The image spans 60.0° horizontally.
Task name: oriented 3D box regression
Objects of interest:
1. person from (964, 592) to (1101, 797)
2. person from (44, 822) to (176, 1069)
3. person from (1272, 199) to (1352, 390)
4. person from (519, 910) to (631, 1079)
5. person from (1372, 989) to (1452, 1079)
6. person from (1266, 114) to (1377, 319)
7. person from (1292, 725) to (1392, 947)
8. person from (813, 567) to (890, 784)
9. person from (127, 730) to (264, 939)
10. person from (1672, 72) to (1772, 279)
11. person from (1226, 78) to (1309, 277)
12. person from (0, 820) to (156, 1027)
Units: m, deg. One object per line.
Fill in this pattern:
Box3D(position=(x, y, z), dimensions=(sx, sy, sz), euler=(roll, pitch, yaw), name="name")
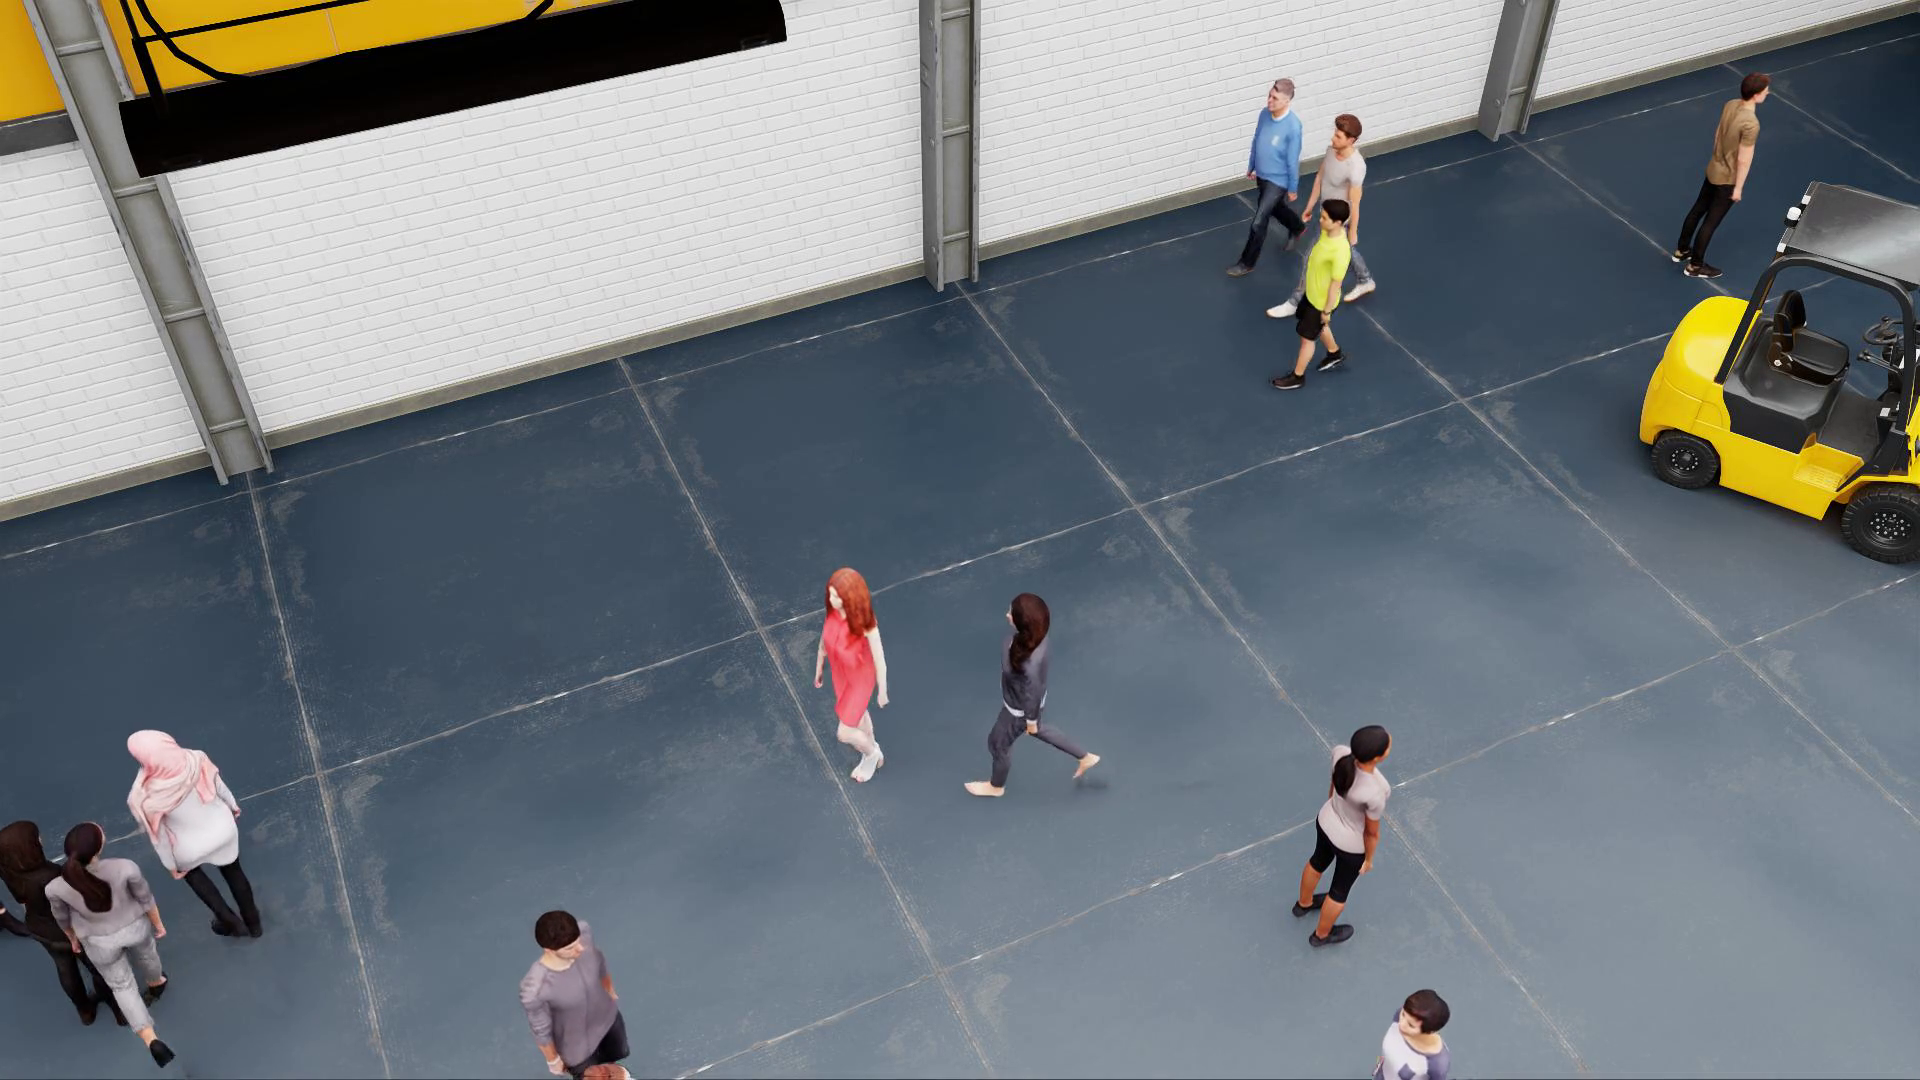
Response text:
Box3D(position=(0.469, 0.938, 9.977), dimensions=(1.157, 1.746, 0.952), euler=(3, 44, 3), name="person")
Box3D(position=(-4.431, 2.151, 8.783), dimensions=(0.981, 1.637, 0.759), euler=(-24, 49, -23), name="person")
Box3D(position=(2.886, -1.960, 13.054), dimensions=(0.980, 1.698, 0.840), euler=(-2, 44, -2), name="person")
Box3D(position=(-1.922, 2.419, 8.352), dimensions=(0.849, 1.843, 0.761), euler=(18, 46, 18), name="person")
Box3D(position=(2.286, 2.699, 8.274), dimensions=(0.768, 1.545, 0.579), euler=(-16, 46, -16), name="person")
Box3D(position=(3.172, -2.668, 13.689), dimensions=(1.300, 1.847, 0.840), euler=(-8, 44, -9), name="person")
Box3D(position=(2.127, 1.631, 9.251), dimensions=(0.511, 1.745, 0.578), euler=(-18, 46, -18), name="person")
Box3D(position=(-0.568, 0.804, 10.071), dimensions=(0.684, 1.811, 0.671), euler=(-30, 51, -28), name="person")
Box3D(position=(-4.137, 1.682, 9.162), dimensions=(0.675, 1.794, 0.812), euler=(-33, 53, -30), name="person")
Box3D(position=(6.500, -3.120, 14.160), dimensions=(0.690, 1.851, 0.732), euler=(-3, 44, -4), name="person")
Box3D(position=(2.755, -3.135, 14.225), dimensions=(1.141, 1.784, 0.723), euler=(-22, 48, -21), name="person")
Box3D(position=(-4.815, 2.069, 8.869), dimensions=(0.663, 1.638, 0.733), euler=(9, 44, 9), name="person")
